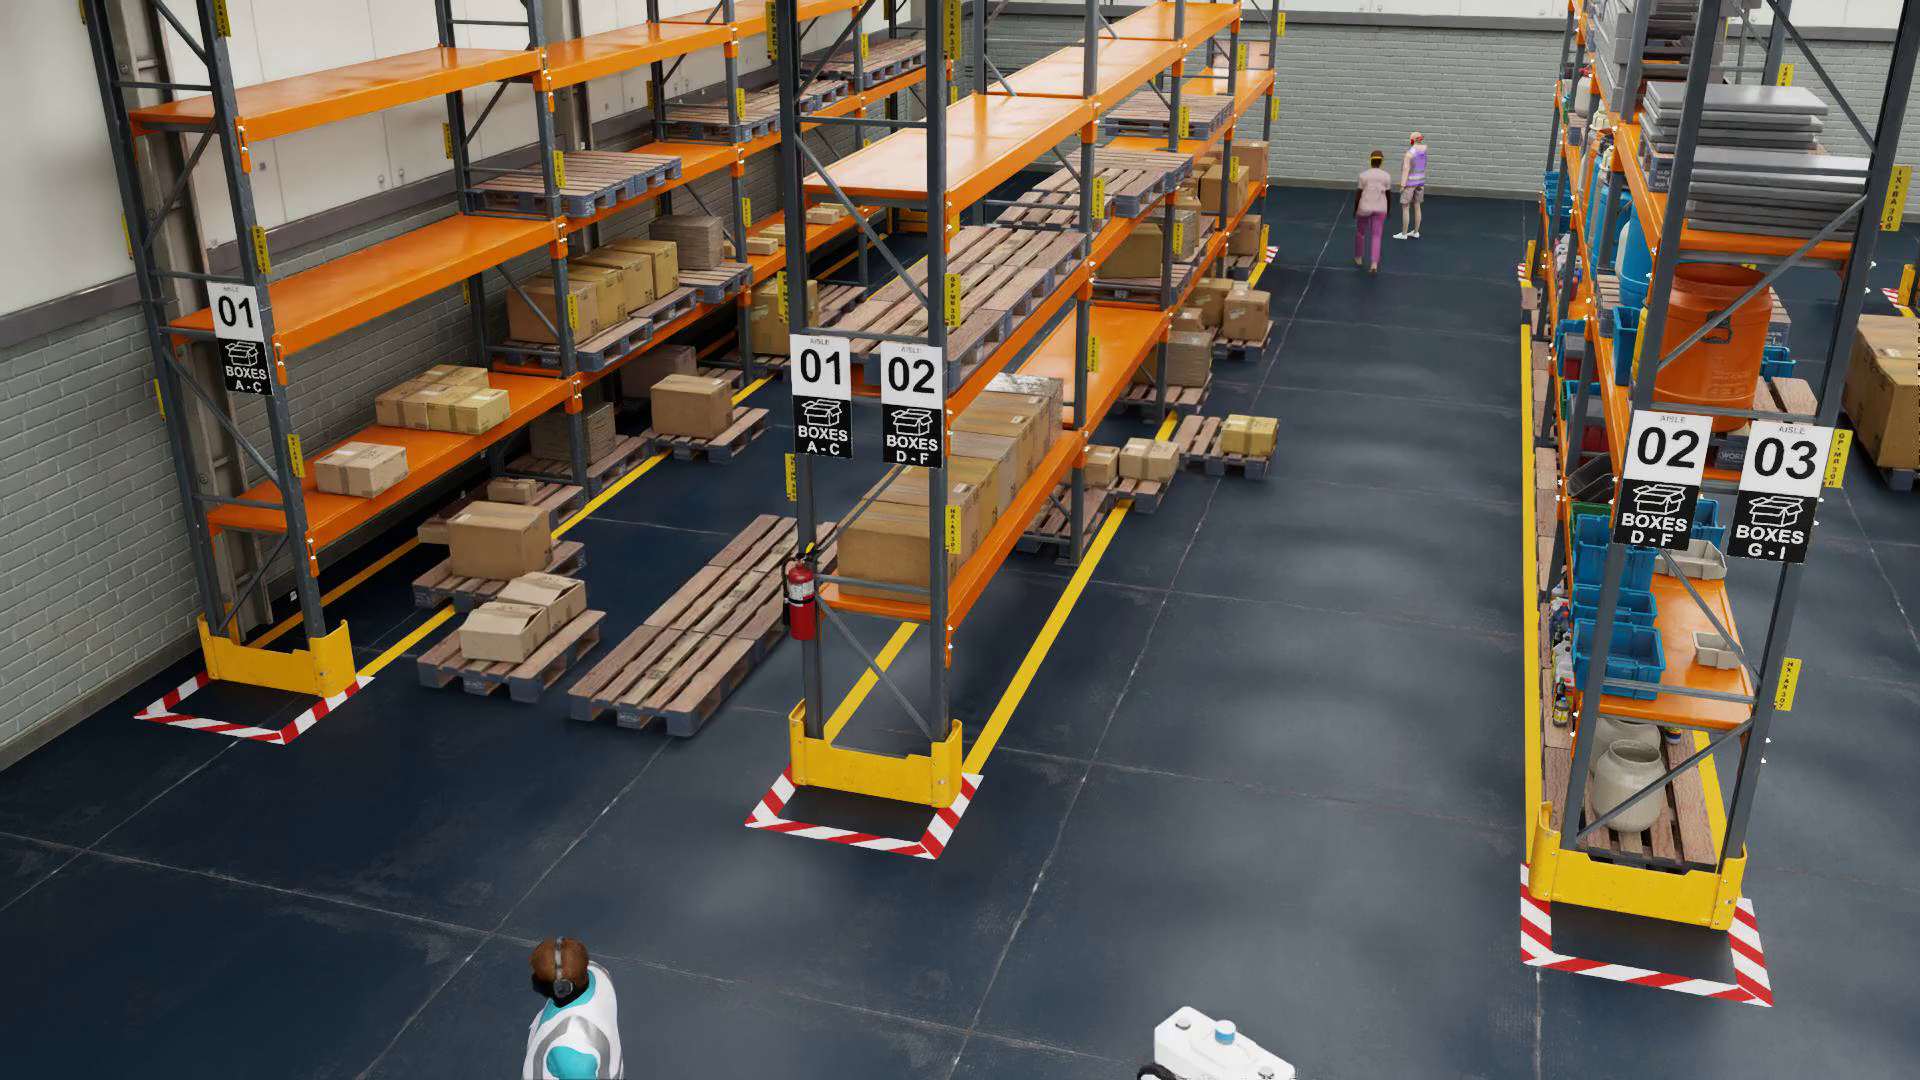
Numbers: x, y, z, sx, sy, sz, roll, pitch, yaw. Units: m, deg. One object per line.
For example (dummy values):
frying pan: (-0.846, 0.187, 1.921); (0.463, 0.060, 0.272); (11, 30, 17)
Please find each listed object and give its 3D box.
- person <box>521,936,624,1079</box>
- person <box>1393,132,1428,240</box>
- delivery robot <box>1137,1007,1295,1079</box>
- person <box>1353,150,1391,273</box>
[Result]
person: (-1.692, 2.521, 7.342); (0.429, 1.844, 0.626); (-3, 23, -6)
person: (7.185, -5.621, 26.416); (0.491, 1.688, 0.348); (-14, 27, -30)
delivery robot: (1.324, 2.726, 8.510); (0.814, 0.611, 0.499); (21, 31, 40)
person: (6.100, -4.868, 24.583); (0.545, 1.751, 0.920); (4, 24, 8)
